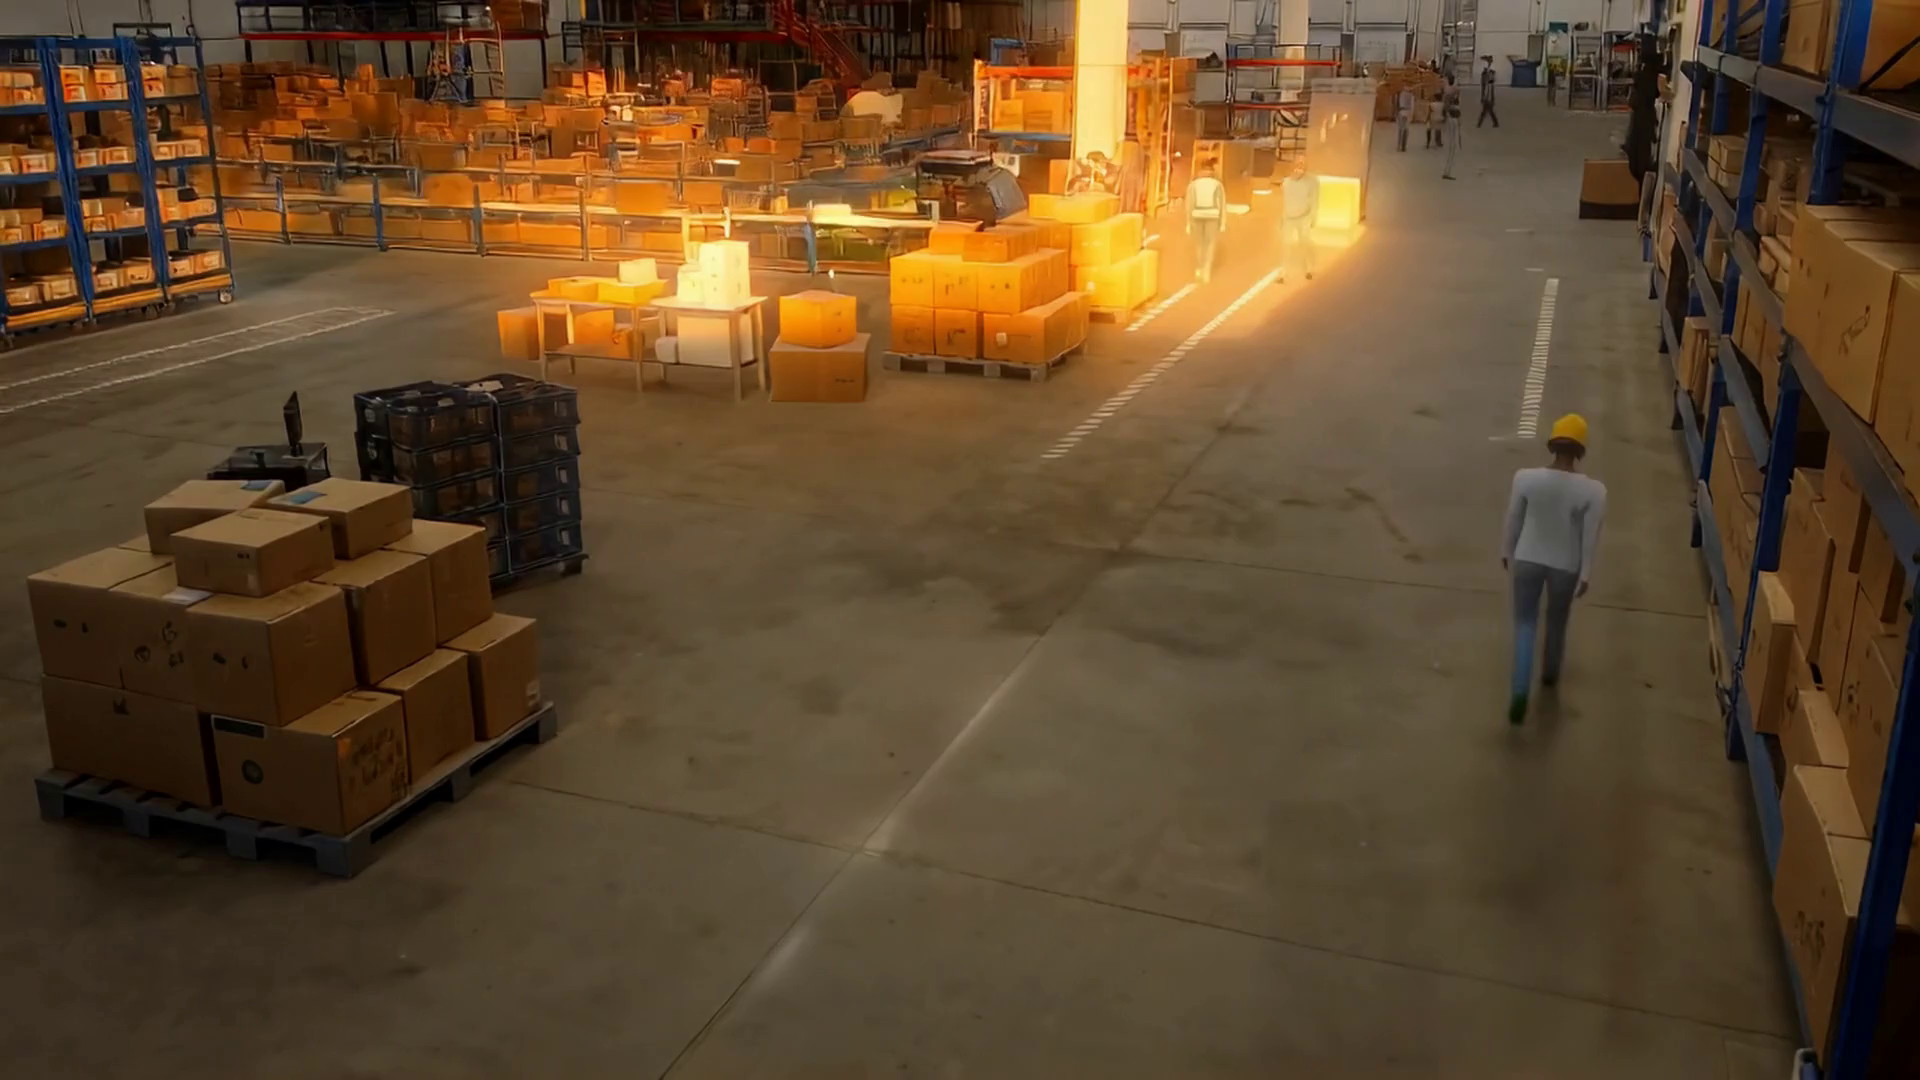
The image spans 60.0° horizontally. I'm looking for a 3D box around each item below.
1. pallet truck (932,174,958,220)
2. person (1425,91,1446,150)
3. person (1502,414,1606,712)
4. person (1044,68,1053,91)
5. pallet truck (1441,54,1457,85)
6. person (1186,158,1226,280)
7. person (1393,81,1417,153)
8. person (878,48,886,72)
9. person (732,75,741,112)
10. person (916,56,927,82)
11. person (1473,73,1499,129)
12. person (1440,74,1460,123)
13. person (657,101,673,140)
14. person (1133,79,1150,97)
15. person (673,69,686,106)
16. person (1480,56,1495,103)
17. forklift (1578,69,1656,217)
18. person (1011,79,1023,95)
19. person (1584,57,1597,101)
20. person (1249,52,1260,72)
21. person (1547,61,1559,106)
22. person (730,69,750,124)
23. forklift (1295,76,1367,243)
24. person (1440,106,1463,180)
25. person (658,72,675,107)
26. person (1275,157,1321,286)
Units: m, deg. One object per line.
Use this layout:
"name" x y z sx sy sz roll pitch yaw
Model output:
"pallet truck" -0.507 -5.292 27.348 0.653 1.274 1.630 6 19 19
"person" 13.905 -12.276 48.682 0.550 1.671 0.654 -3 18 -10
"person" 3.411 0.126 9.642 0.536 1.724 0.900 7 19 21
"person" 3.944 -20.887 75.408 1.015 1.882 0.569 1 18 2
"pallet truck" 22.765 -21.886 78.355 0.823 1.965 1.885 -4 18 -14
"person" 3.700 -4.835 25.096 0.602 1.810 0.796 4 18 13
"person" 12.833 -12.185 47.876 0.647 1.990 1.011 7 19 20
"person" -4.490 -27.338 95.732 0.507 1.847 0.343 -11 21 -31
"person" -8.243 -16.408 61.616 0.855 1.711 0.490 7 19 21
"person" -1.836 -22.397 80.147 0.598 1.885 0.903 5 18 15
"person" 18.285 -15.187 57.498 0.988 1.878 0.598 -3 18 -10
"person" 16.006 -14.223 54.357 0.635 1.948 0.586 8 19 22
"person" -8.013 -11.093 45.114 0.871 1.583 0.525 -16 24 -42
"person" 6.170 -14.876 56.508 0.646 1.892 0.431 7 19 22
"person" -10.180 -16.013 60.043 0.603 1.914 0.553 8 19 24
"person" 23.180 -20.180 72.926 0.538 2.000 0.689 -13 22 -36
"forklift" 13.219 -7.740 32.475 1.873 2.768 1.129 6 19 18
"person" 2.221 -18.004 66.335 0.925 1.902 0.542 15 23 38
"person" 28.464 -20.798 75.052 0.385 1.928 0.589 -8 19 -23
"person" 15.830 -25.212 89.067 0.530 1.832 0.879 -16 24 -42
"person" 25.368 -19.520 71.143 0.334 1.864 0.521 -12 21 -34
"person" -8.003 -15.872 59.557 1.041 1.940 0.651 11 21 31
"forklift" 6.598 -6.755 29.381 1.129 2.768 1.873 6 19 19
"person" 11.880 -9.614 40.252 0.670 1.727 0.573 -15 23 -39
"person" -10.446 -15.756 59.361 0.590 1.833 0.404 -9 20 -26
"person" 5.041 -4.752 24.731 0.640 1.870 0.931 9 20 27
